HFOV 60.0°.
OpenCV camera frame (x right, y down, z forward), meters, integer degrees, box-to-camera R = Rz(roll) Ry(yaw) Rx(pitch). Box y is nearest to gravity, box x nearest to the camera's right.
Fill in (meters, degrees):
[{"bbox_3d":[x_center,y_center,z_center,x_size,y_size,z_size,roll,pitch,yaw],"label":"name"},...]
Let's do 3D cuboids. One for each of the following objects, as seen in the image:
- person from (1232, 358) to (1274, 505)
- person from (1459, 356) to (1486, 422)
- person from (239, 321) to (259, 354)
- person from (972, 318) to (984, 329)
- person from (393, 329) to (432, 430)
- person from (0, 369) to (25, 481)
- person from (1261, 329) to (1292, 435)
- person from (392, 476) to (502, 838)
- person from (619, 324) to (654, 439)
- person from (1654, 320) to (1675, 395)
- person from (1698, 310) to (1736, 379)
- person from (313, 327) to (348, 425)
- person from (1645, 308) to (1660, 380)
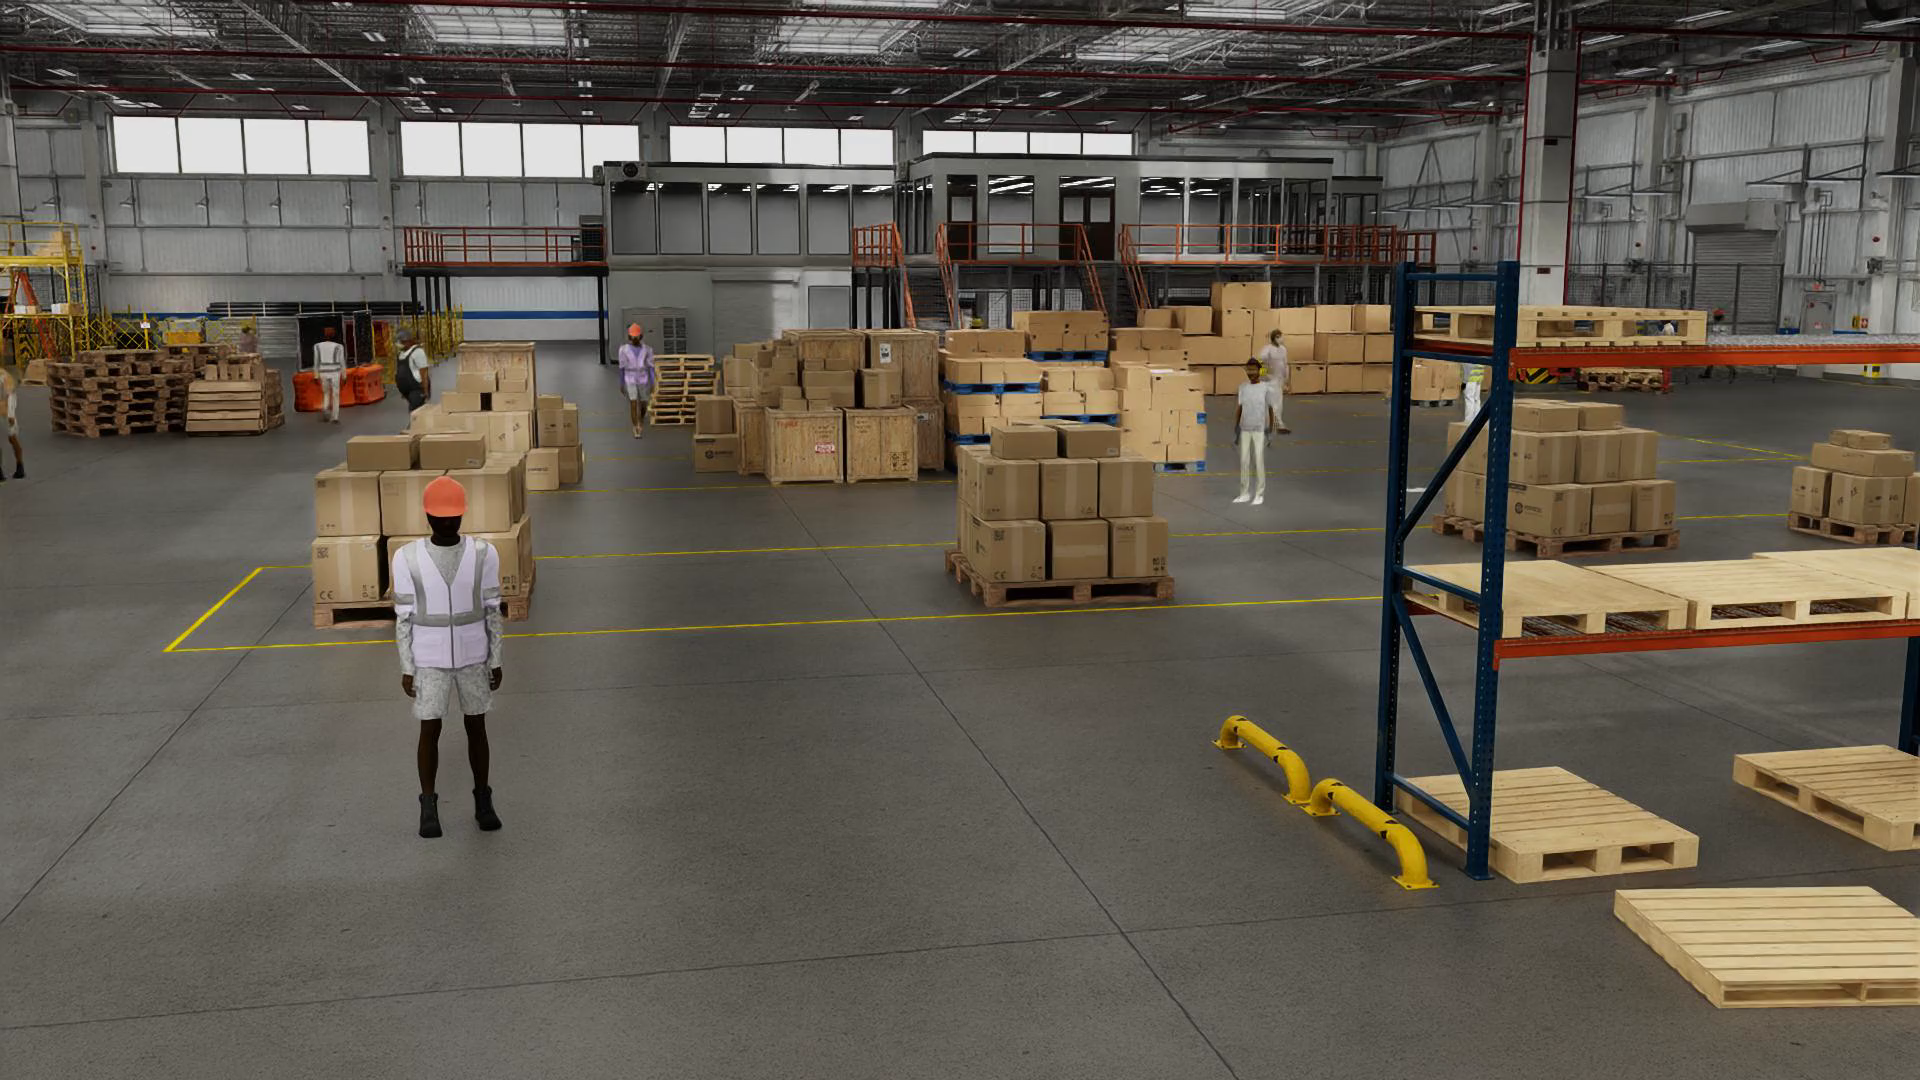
[{"bbox_3d":[3.724,-1.379,21.121,0.532,1.865,0.306,6,11,34],"label":"person"},{"bbox_3d":[9.450,-2.950,30.757,0.429,1.846,0.626,9,13,42],"label":"person"},{"bbox_3d":[-16.652,-4.251,38.939,0.551,1.752,0.376,4,10,26],"label":"person"},{"bbox_3d":[0.418,-3.862,36.179,0.906,1.890,0.598,7,11,35],"label":"person"},{"bbox_3d":[-9.267,-2.592,27.975,0.827,2.000,0.700,-9,13,-42],"label":"person"},{"bbox_3d":[-13.538,-1.778,23.440,0.617,1.891,0.798,0,9,-1],"label":"person"},{"bbox_3d":[5.635,-2.883,30.166,0.941,1.908,0.630,9,13,43],"label":"person"},{"bbox_3d":[-2.679,0.618,8.770,0.542,1.928,0.399,-4,10,-22],"label":"person"},{"bbox_3d":[-5.704,-2.806,29.341,0.612,2.025,0.709,-3,10,-16],"label":"person"},{"bbox_3d":[16.596,-4.400,39.138,0.379,1.994,0.611,4,10,23],"label":"person"},{"bbox_3d":[20.524,-5.296,44.929,0.552,1.899,0.973,-9,13,-44],"label":"person"},{"bbox_3d":[-12.028,-3.139,31.828,0.615,1.866,0.467,0,9,-3],"label":"person"},{"bbox_3d":[18.463,-5.228,44.374,0.468,1.927,0.626,3,10,16],"label":"person"}]
